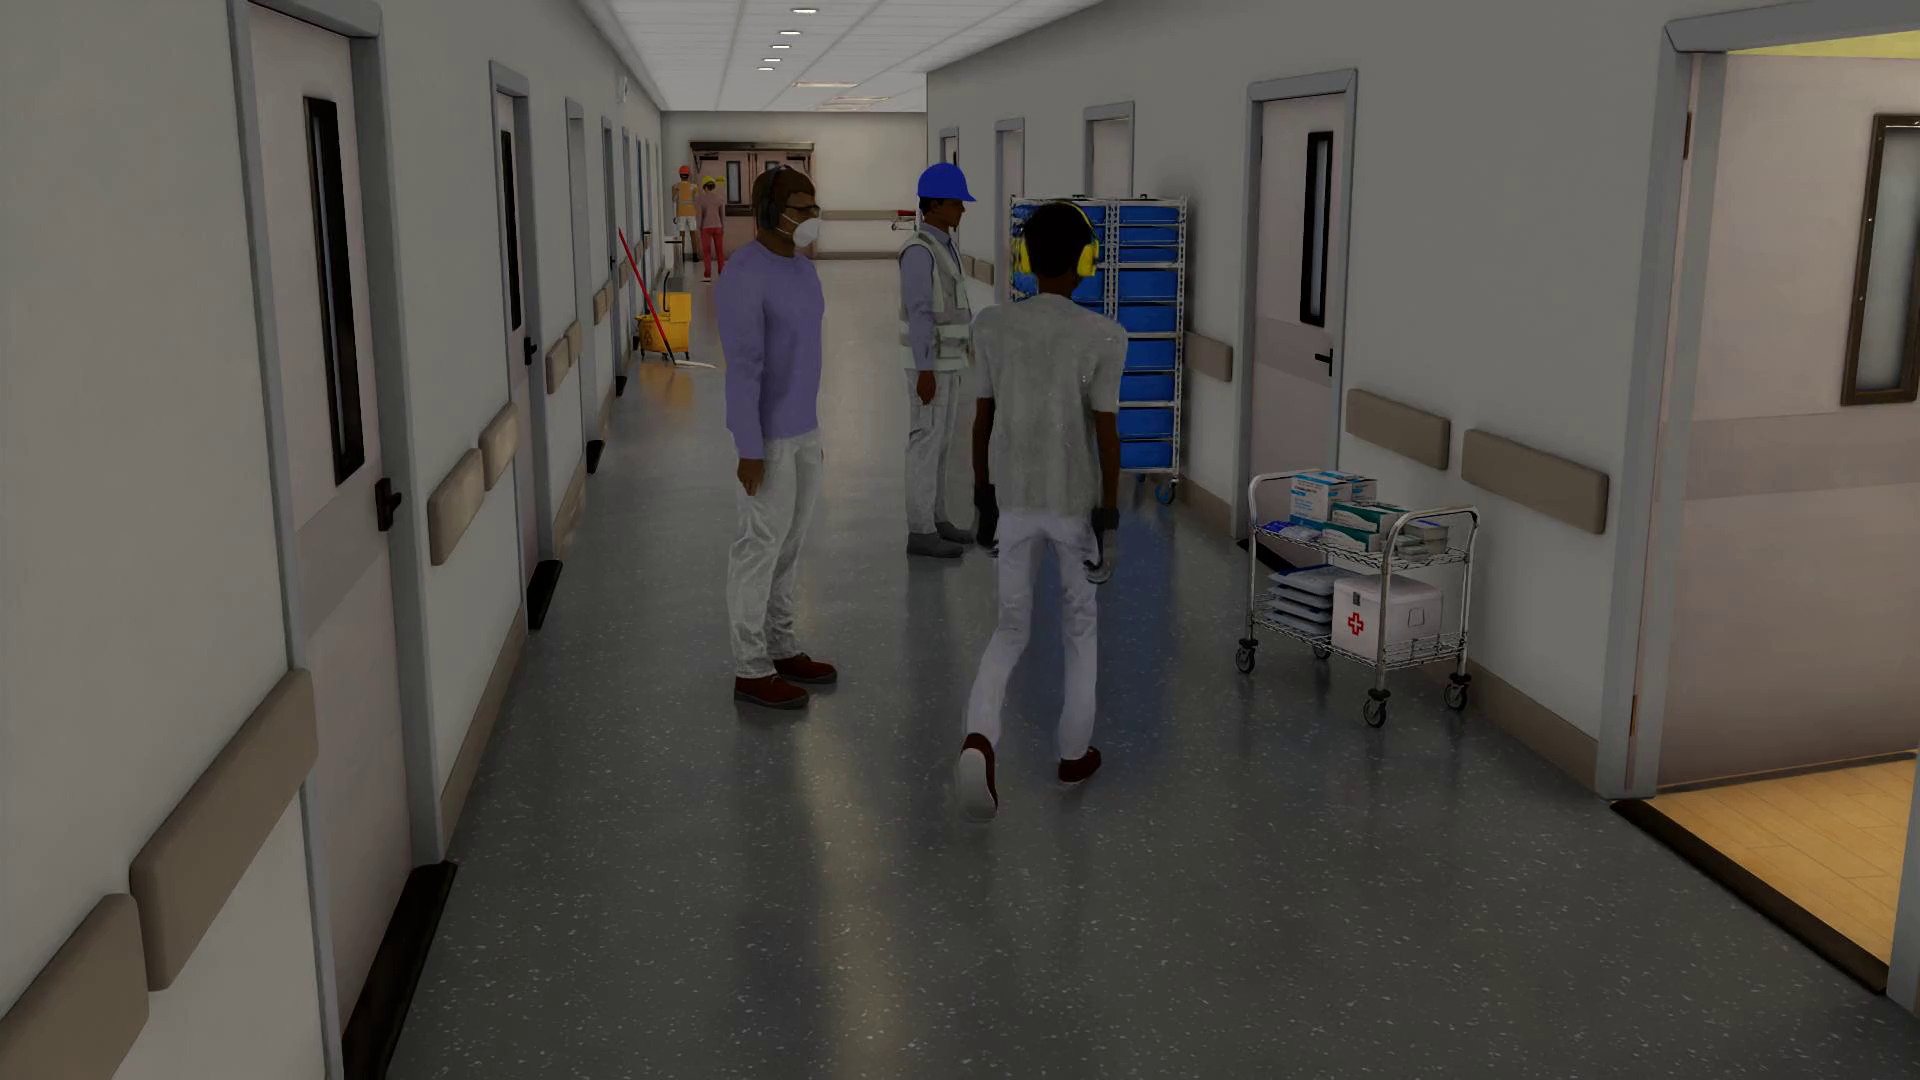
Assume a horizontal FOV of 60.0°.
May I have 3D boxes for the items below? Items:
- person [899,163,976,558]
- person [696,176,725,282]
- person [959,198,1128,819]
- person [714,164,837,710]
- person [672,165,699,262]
[{"bbox_3d":[-0.114,-0.895,8.333,0.396,1.944,0.615,3,13,12],"label":"person"},{"bbox_3d":[-4.191,-5.220,27.949,0.522,1.767,0.316,-7,15,-29],"label":"person"},{"bbox_3d":[0.233,-0.082,4.972,0.506,1.846,0.775,4,13,19],"label":"person"},{"bbox_3d":[-0.661,-0.371,6.029,0.355,1.936,0.635,4,13,17],"label":"person"},{"bbox_3d":[-5.546,-6.592,33.653,0.543,1.939,0.361,-3,13,-12],"label":"person"}]
